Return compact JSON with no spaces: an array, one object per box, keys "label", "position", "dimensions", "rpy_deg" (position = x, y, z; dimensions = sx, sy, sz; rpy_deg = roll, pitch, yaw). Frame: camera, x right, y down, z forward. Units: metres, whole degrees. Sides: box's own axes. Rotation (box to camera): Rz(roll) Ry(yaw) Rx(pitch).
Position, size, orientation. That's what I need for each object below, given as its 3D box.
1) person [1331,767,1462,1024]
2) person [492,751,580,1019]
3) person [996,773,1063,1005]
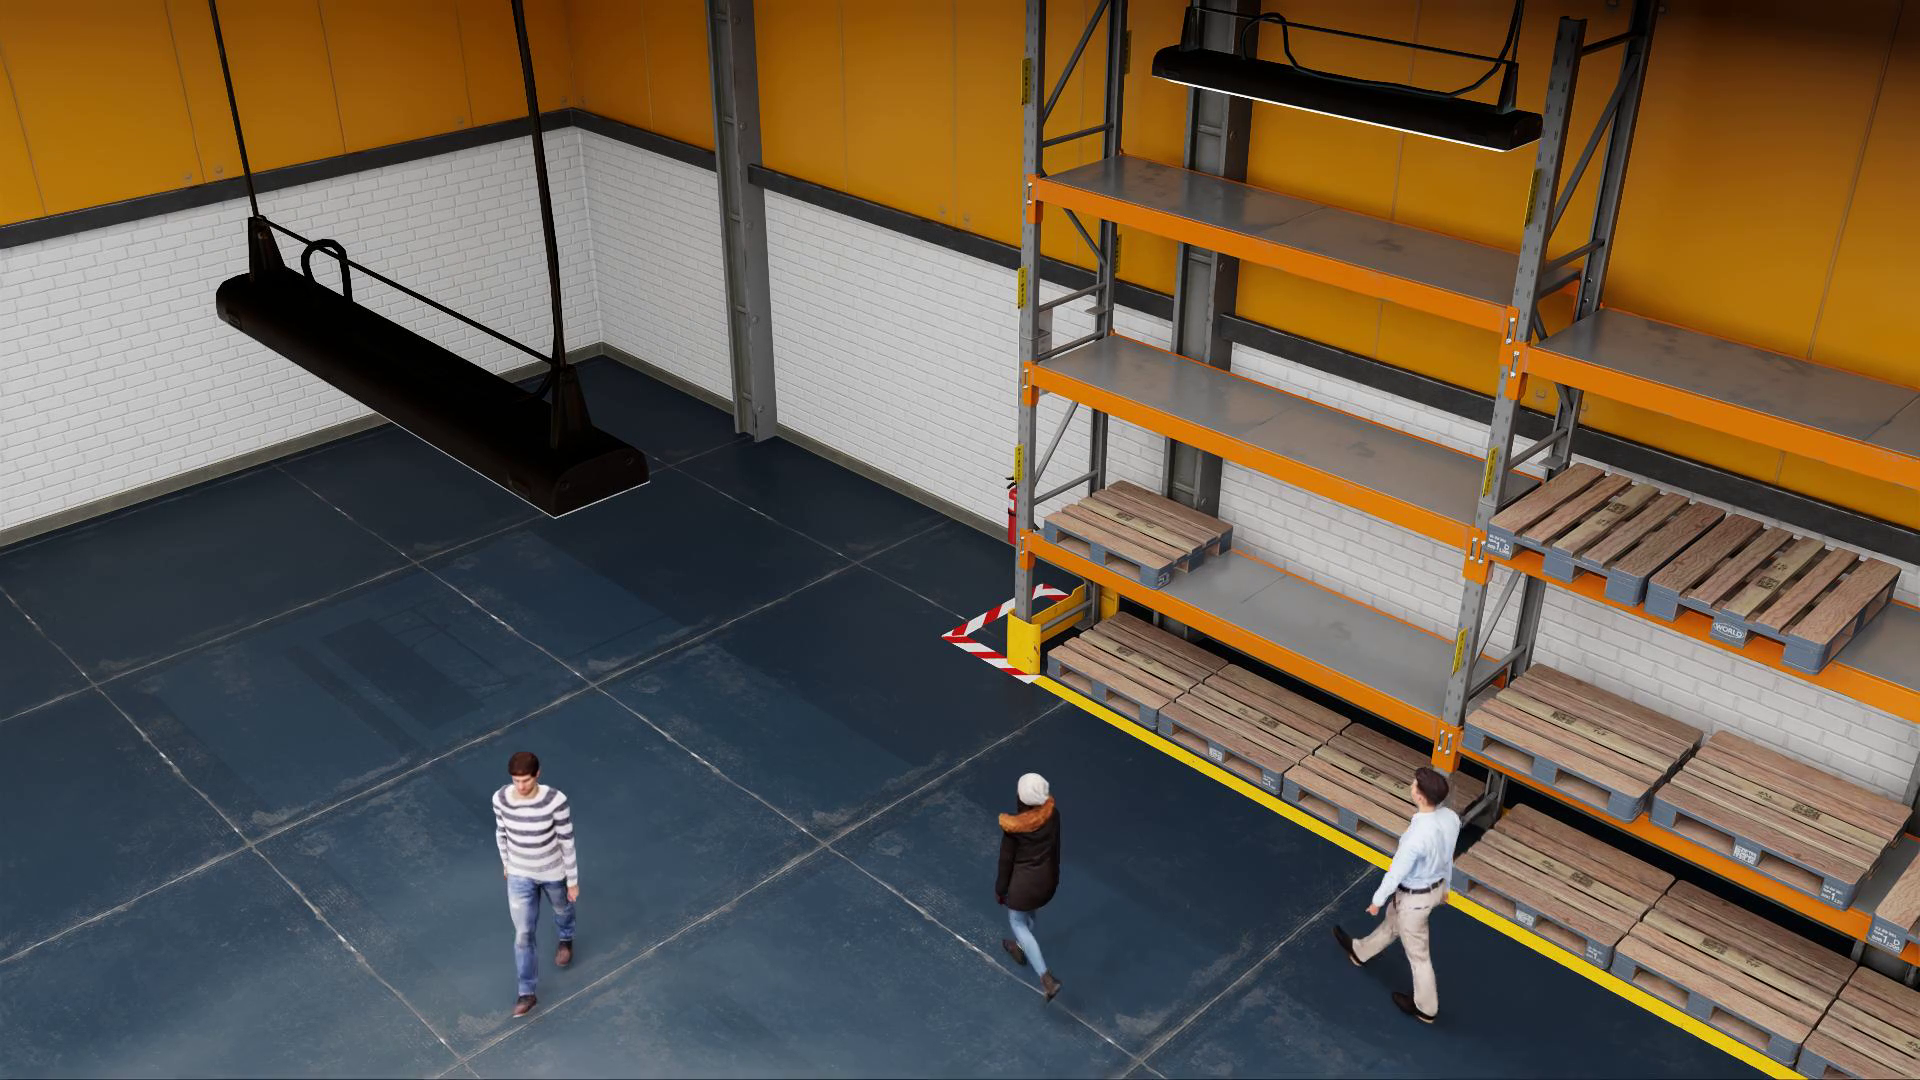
[{"label":"person","position":[2.908,2.269,10.352],"dimensions":[0.679,1.803,1.114],"rpy_deg":[-24,37,-37]},{"label":"person","position":[-2.685,2.067,10.717],"dimensions":[1.142,1.809,1.207],"rpy_deg":[0,29,0]},{"label":"person","position":[0.476,2.220,10.641],"dimensions":[0.759,1.613,1.048],"rpy_deg":[-16,33,-27]}]
